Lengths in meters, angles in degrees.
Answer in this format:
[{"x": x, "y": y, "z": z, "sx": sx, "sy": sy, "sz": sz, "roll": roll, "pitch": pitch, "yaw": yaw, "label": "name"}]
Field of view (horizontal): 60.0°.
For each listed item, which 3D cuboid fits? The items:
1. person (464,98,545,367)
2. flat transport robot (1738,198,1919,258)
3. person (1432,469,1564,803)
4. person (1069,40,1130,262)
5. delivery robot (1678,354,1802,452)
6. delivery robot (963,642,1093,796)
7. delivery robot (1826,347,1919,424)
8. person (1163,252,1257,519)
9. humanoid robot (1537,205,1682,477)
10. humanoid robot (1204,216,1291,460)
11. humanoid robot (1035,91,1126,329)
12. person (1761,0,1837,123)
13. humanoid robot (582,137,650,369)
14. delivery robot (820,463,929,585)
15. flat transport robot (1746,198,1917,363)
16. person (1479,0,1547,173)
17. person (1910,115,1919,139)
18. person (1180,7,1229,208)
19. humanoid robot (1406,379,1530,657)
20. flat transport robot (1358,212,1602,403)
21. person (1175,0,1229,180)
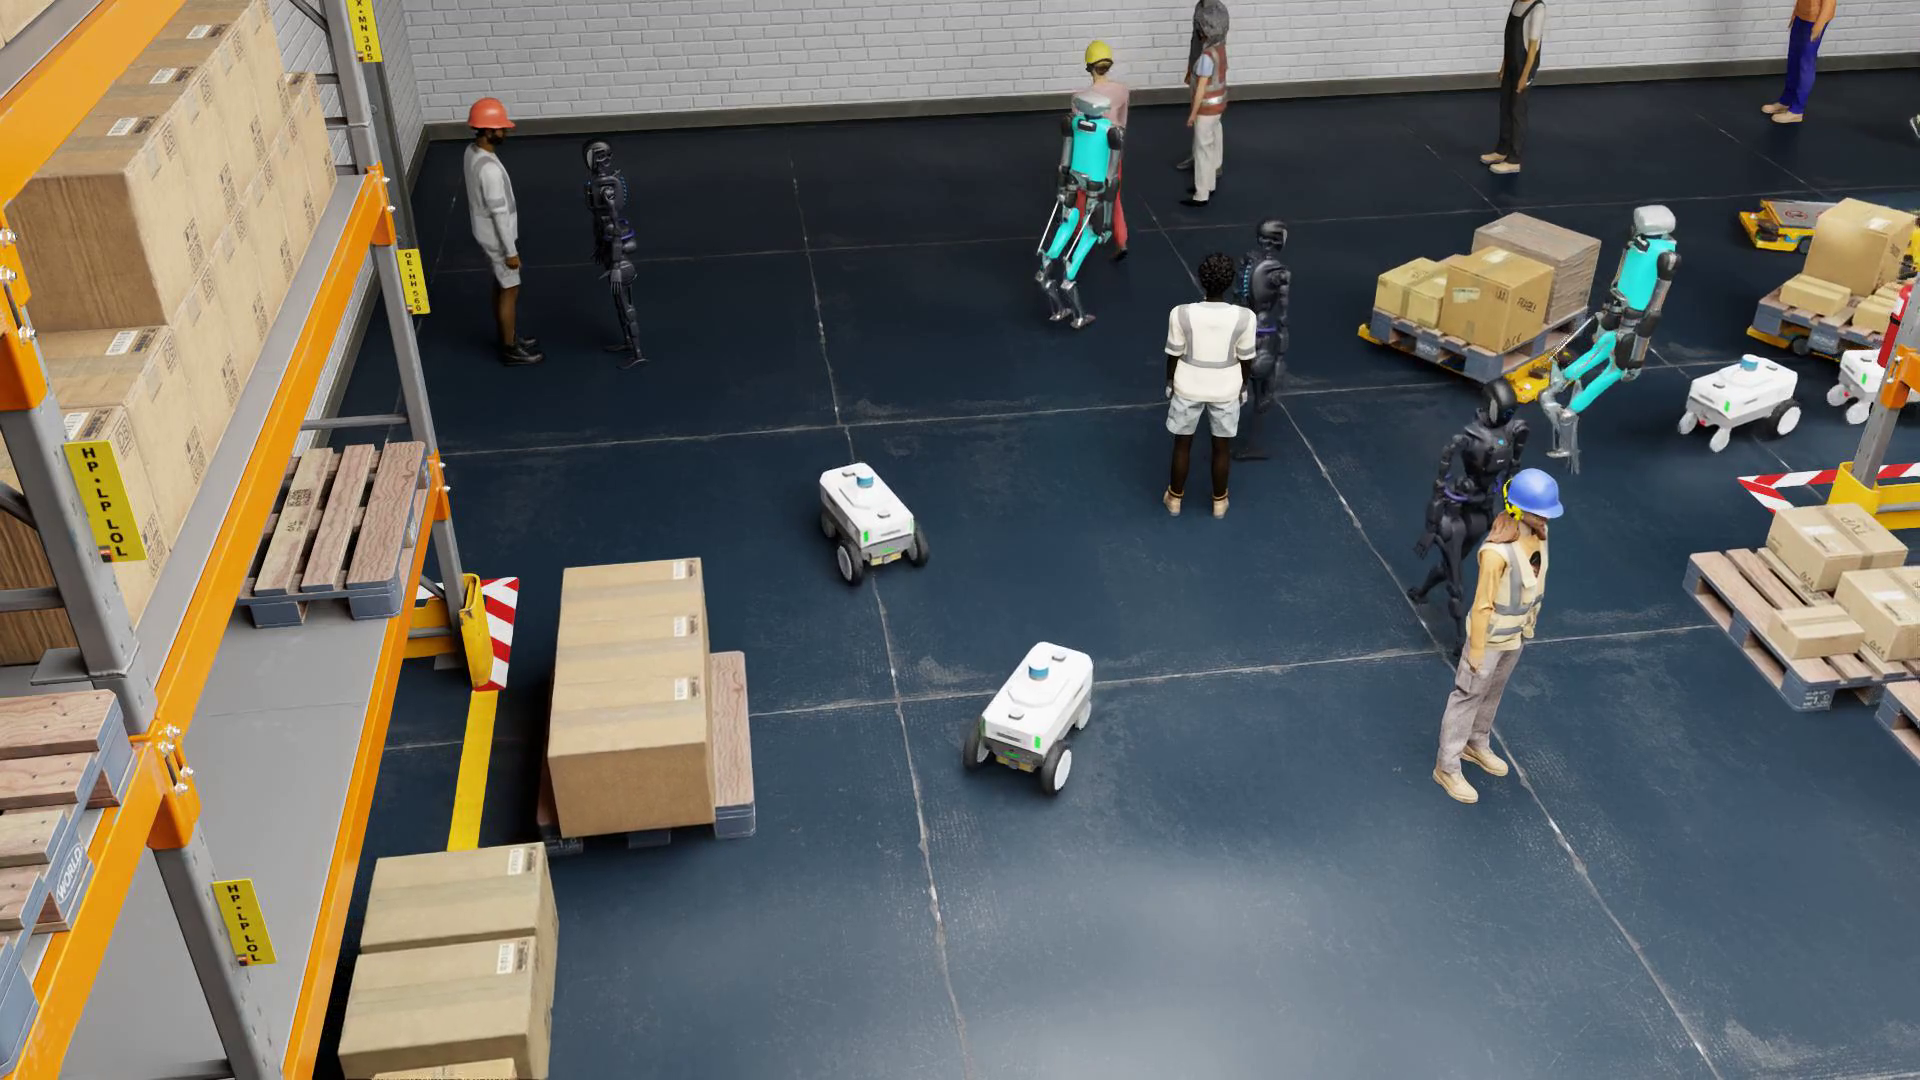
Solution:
[{"x": -3.192, "y": -2.130, "z": 11.608, "sx": 0.387, "sy": 1.926, "sz": 0.545, "roll": -16, "pitch": 36, "yaw": -23, "label": "person"}, {"x": 7.296, "y": -2.576, "z": 13.801, "sx": 1.431, "sy": 0.231, "sz": 0.659, "roll": 5, "pitch": 33, "yaw": 7, "label": "flat transport robot"}, {"x": 2.545, "y": 0.436, "z": 7.802, "sx": 0.484, "sy": 1.777, "sz": 0.312, "roll": -27, "pitch": 42, "yaw": -35, "label": "person"}, {"x": 1.120, "y": -3.086, "z": 13.235, "sx": 0.511, "sy": 1.734, "sz": 0.816, "roll": -10, "pitch": 34, "yaw": -15, "label": "person"}, {"x": 5.194, "y": -0.941, "z": 11.049, "sx": 0.811, "sy": 0.613, "sz": 0.499, "roll": -17, "pitch": 37, "yaw": -24, "label": "delivery robot"}, {"x": 0.384, "y": 0.840, "z": 8.280, "sx": 0.499, "sy": 0.569, "sz": 0.749, "roll": 15, "pitch": 36, "yaw": 22, "label": "delivery robot"}, {"x": 6.345, "y": -1.087, "z": 11.253, "sx": 0.793, "sy": 0.590, "sz": 0.499, "roll": -2, "pitch": 33, "yaw": -2, "label": "delivery robot"}, {"x": 1.477, "y": -0.902, "z": 9.935, "sx": 0.534, "sy": 1.692, "sz": 0.320, "roll": 4, "pitch": 33, "yaw": 5, "label": "person"}, {"x": 3.948, "y": -1.200, "z": 10.363, "sx": 0.696, "sy": 1.799, "sz": 0.531, "roll": -4, "pitch": 33, "yaw": -7, "label": "humanoid robot"}, {"x": 1.823, "y": -1.240, "z": 10.472, "sx": 0.389, "sy": 1.652, "sz": 0.601, "roll": -14, "pitch": 36, "yaw": -21, "label": "humanoid robot"}, {"x": 0.796, "y": -2.310, "z": 11.983, "sx": 0.530, "sy": 1.727, "sz": 0.685, "roll": 25, "pitch": 41, "yaw": 33, "label": "humanoid robot"}, {"x": 8.175, "y": -5.030, "z": 16.006, "sx": 0.406, "sy": 1.976, "sz": 0.509, "roll": -2, "pitch": 33, "yaw": -4, "label": "person"}, {"x": -2.426, "y": -2.006, "z": 11.626, "sx": 0.315, "sy": 1.657, "sz": 0.599, "roll": -13, "pitch": 35, "yaw": -19, "label": "humanoid robot"}, {"x": -0.549, "y": -0.141, "z": 9.795, "sx": 0.499, "sy": 0.581, "sz": 0.774, "roll": -15, "pitch": 36, "yaw": -22, "label": "delivery robot"}, {"x": 6.551, "y": -1.425, "z": 12.037, "sx": 0.659, "sy": 0.231, "sz": 1.431, "roll": -28, "pitch": 42, "yaw": -36, "label": "flat transport robot"}, {"x": 4.981, "y": -4.214, "z": 14.883, "sx": 0.352, "sy": 1.838, "sz": 0.498, "roll": -6, "pitch": 34, "yaw": -8, "label": "person"}, {"x": 9.174, "y": -4.340, "z": 15.174, "sx": 0.498, "sy": 1.718, "sz": 0.596, "roll": 22, "pitch": 39, "yaw": 29, "label": "person"}, {"x": 2.100, "y": -3.693, "z": 14.218, "sx": 0.338, "sy": 1.679, "sz": 0.450, "roll": 13, "pitch": 35, "yaw": 18, "label": "person"}, {"x": 2.708, "y": -0.147, "z": 8.833, "sx": 0.614, "sy": 1.629, "sz": 0.775, "roll": -13, "pitch": 35, "yaw": -18, "label": "humanoid robot"}, {"x": 3.660, "y": -1.404, "z": 12.005, "sx": 0.659, "sy": 0.231, "sz": 1.431, "roll": -25, "pitch": 41, "yaw": -33, "label": "flat transport robot"}, {"x": 2.201, "y": -4.144, "z": 14.726, "sx": 0.390, "sy": 1.888, "sz": 0.536, "roll": -12, "pitch": 35, "yaw": -18, "label": "person"}]
